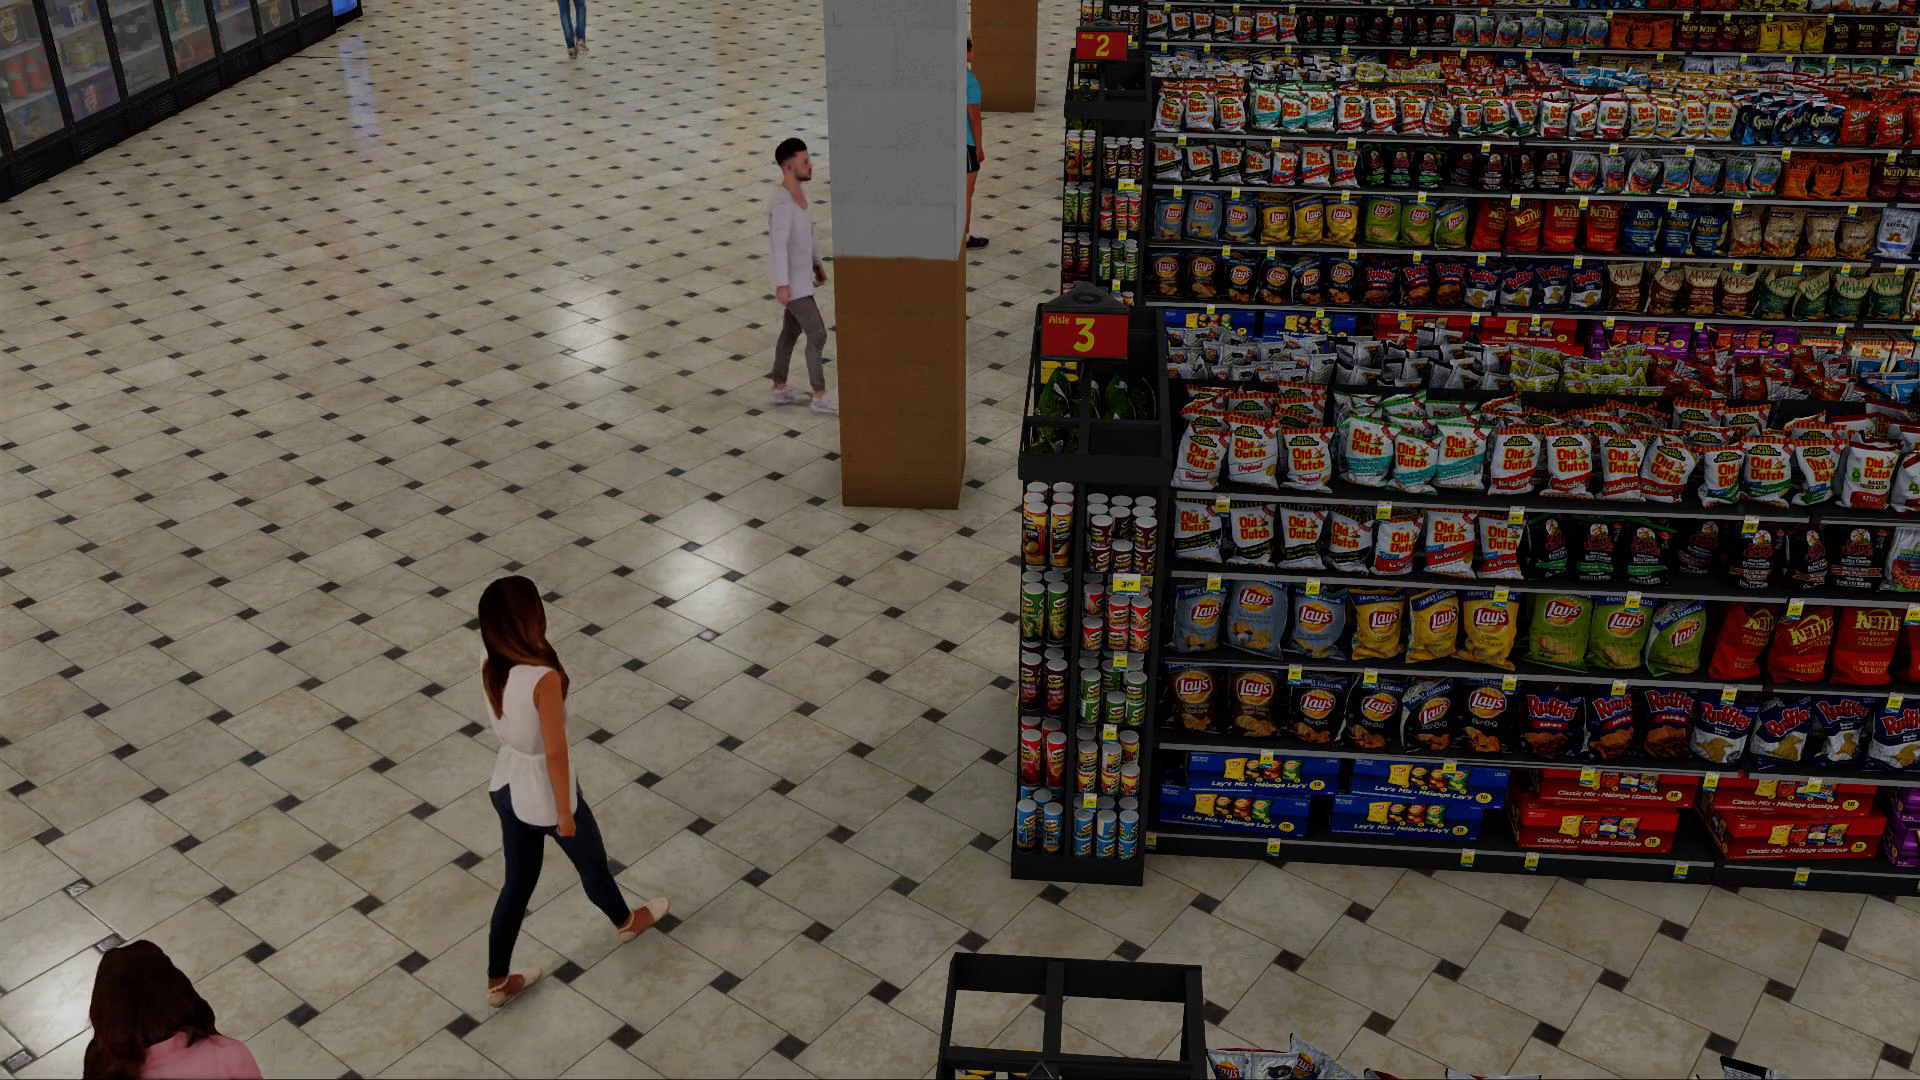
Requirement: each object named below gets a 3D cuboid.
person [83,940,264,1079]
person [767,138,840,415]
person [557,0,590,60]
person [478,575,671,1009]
[{"bbox_3d":[-1.991,1.808,4.412,0.654,1.802,0.758,-16,32,-26],"label":"person"},{"bbox_3d":[-1.156,-1.702,10.823,0.818,1.821,0.696,3,29,6],"label":"person"},{"bbox_3d":[-4.733,-6.746,19.987,0.645,1.891,0.809,-3,29,-6],"label":"person"},{"bbox_3d":[-1.598,0.963,6.020,1.074,1.746,1.034,21,35,33],"label":"person"}]
